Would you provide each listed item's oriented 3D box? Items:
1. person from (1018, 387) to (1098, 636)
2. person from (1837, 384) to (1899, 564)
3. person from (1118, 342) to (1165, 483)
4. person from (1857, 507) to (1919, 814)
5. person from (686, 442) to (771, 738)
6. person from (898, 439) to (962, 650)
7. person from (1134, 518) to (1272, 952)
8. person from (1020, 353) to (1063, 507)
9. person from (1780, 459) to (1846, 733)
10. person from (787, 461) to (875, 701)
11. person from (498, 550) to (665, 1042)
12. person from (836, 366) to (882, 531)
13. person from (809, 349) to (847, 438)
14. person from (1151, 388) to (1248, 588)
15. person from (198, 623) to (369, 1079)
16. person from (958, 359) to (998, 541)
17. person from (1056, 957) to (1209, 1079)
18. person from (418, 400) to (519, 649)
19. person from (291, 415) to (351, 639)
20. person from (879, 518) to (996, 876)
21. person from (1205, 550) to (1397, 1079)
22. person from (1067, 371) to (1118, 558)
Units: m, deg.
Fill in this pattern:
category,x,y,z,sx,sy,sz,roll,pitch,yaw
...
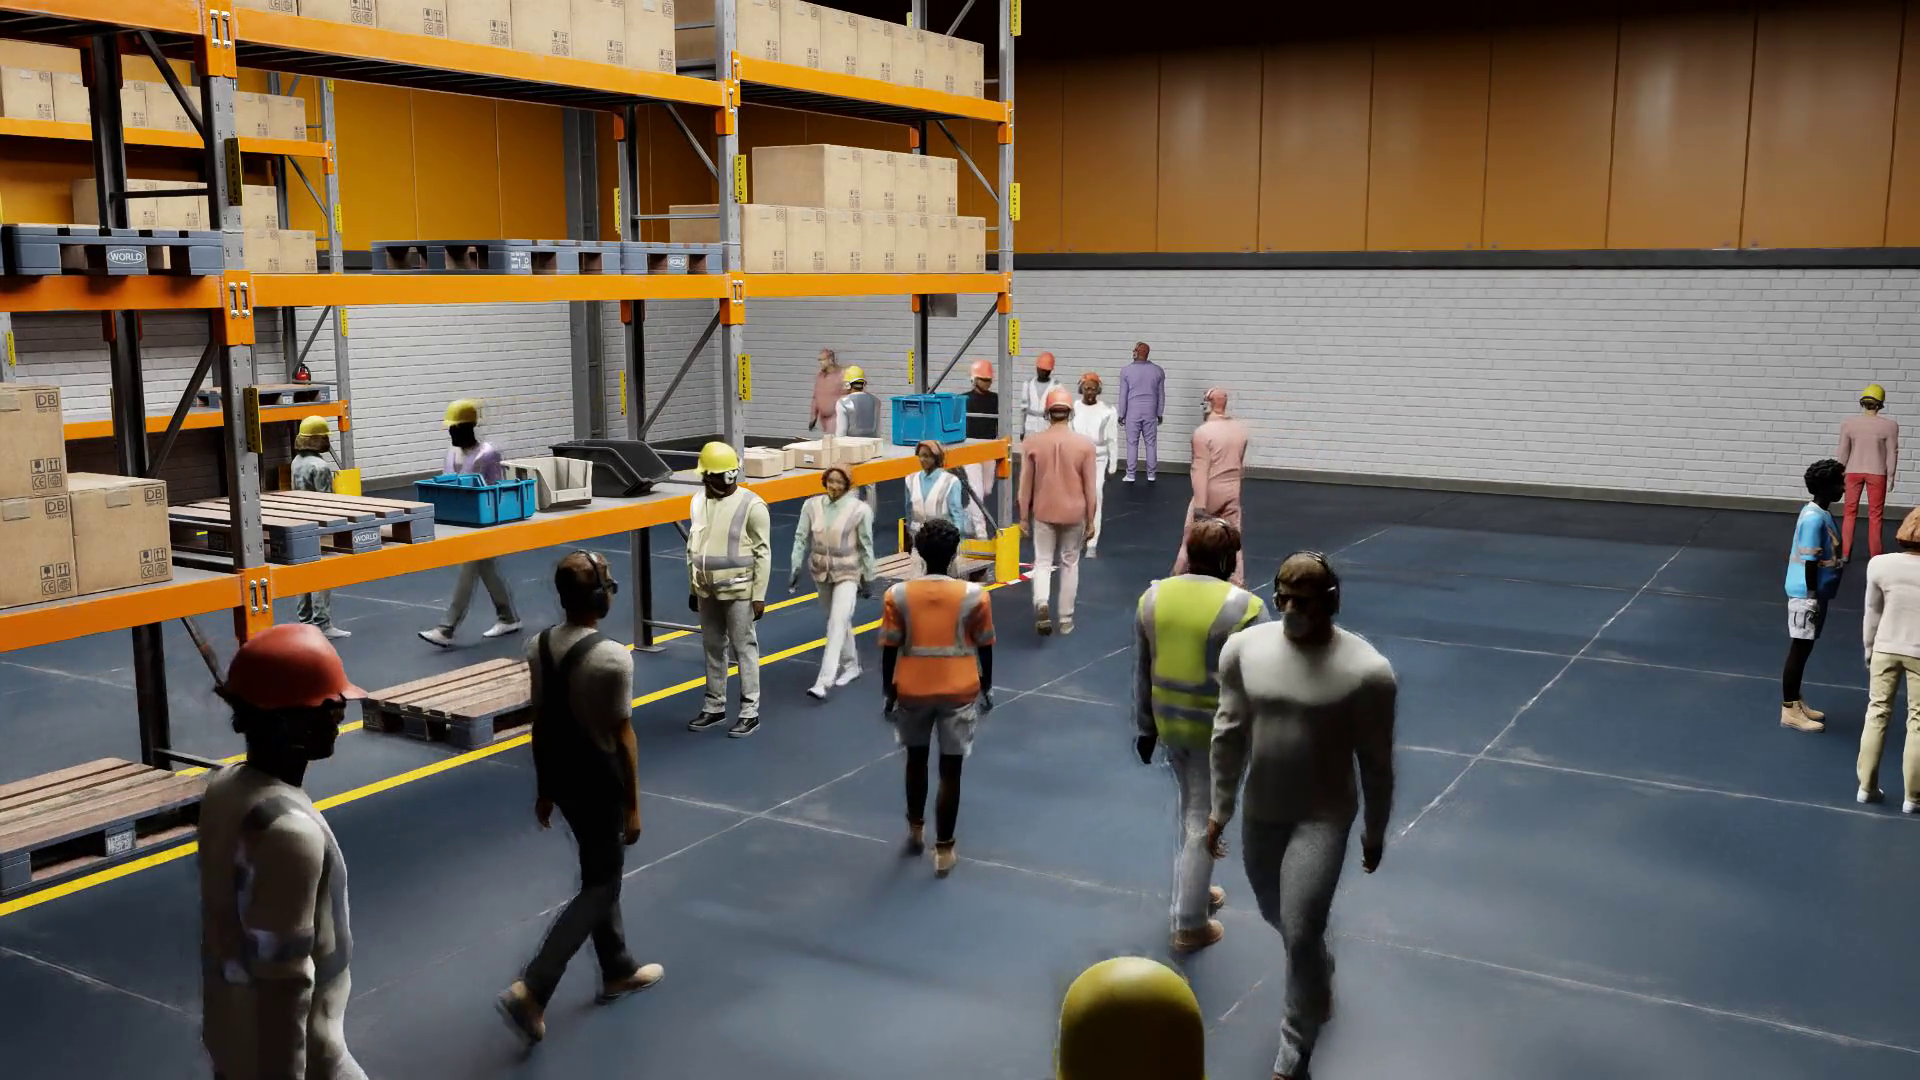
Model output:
category,x,y,z,sx,sy,sz,roll,pitch,yaw
person,0.758,-0.200,12.915,0.619,1.966,0.736,1,9,7
person,8.834,-0.631,16.210,0.525,1.769,0.327,8,12,40
person,2.458,-1.731,22.627,0.651,1.913,0.410,-2,9,-10
person,5.022,0.628,8.793,0.270,1.627,0.499,-8,12,-39
person,-1.446,0.301,10.219,0.600,1.820,0.404,5,11,31
person,-0.201,0.025,12.647,0.550,1.592,0.868,5,11,30
person,1.115,0.805,7.084,0.708,1.819,0.624,-9,12,-43
person,0.981,-1.340,20.271,0.567,1.879,0.918,2,9,14
person,5.330,0.337,10.390,0.317,1.695,0.540,5,10,29
person,-0.857,0.267,11.163,0.518,1.583,0.903,4,10,24
person,-1.437,0.945,6.224,0.513,1.823,0.810,6,11,34
person,-1.138,-0.995,18.279,0.600,1.830,0.403,-8,12,-40
person,-1.750,-1.603,22.034,1.008,1.842,0.658,-8,12,-41
person,2.097,-0.363,14.216,0.681,1.862,0.940,-7,12,-38
person,-1.532,1.187,4.105,0.907,2.007,0.628,-8,12,-42
person,0.181,-0.940,17.576,0.621,1.961,0.918,-4,10,-24
person,0.236,1.509,2.528,0.602,1.884,1.009,1,9,5
person,-3.794,-0.126,12.709,0.618,1.870,0.988,7,12,38
person,-5.005,-0.099,12.965,0.490,1.743,0.324,8,12,41
person,-0.097,0.728,8.022,0.549,1.668,0.675,1,9,8
person,1.237,0.955,5.926,0.621,1.909,0.958,6,11,33
person,1.284,-0.742,16.577,0.595,1.868,0.407,2,9,10
